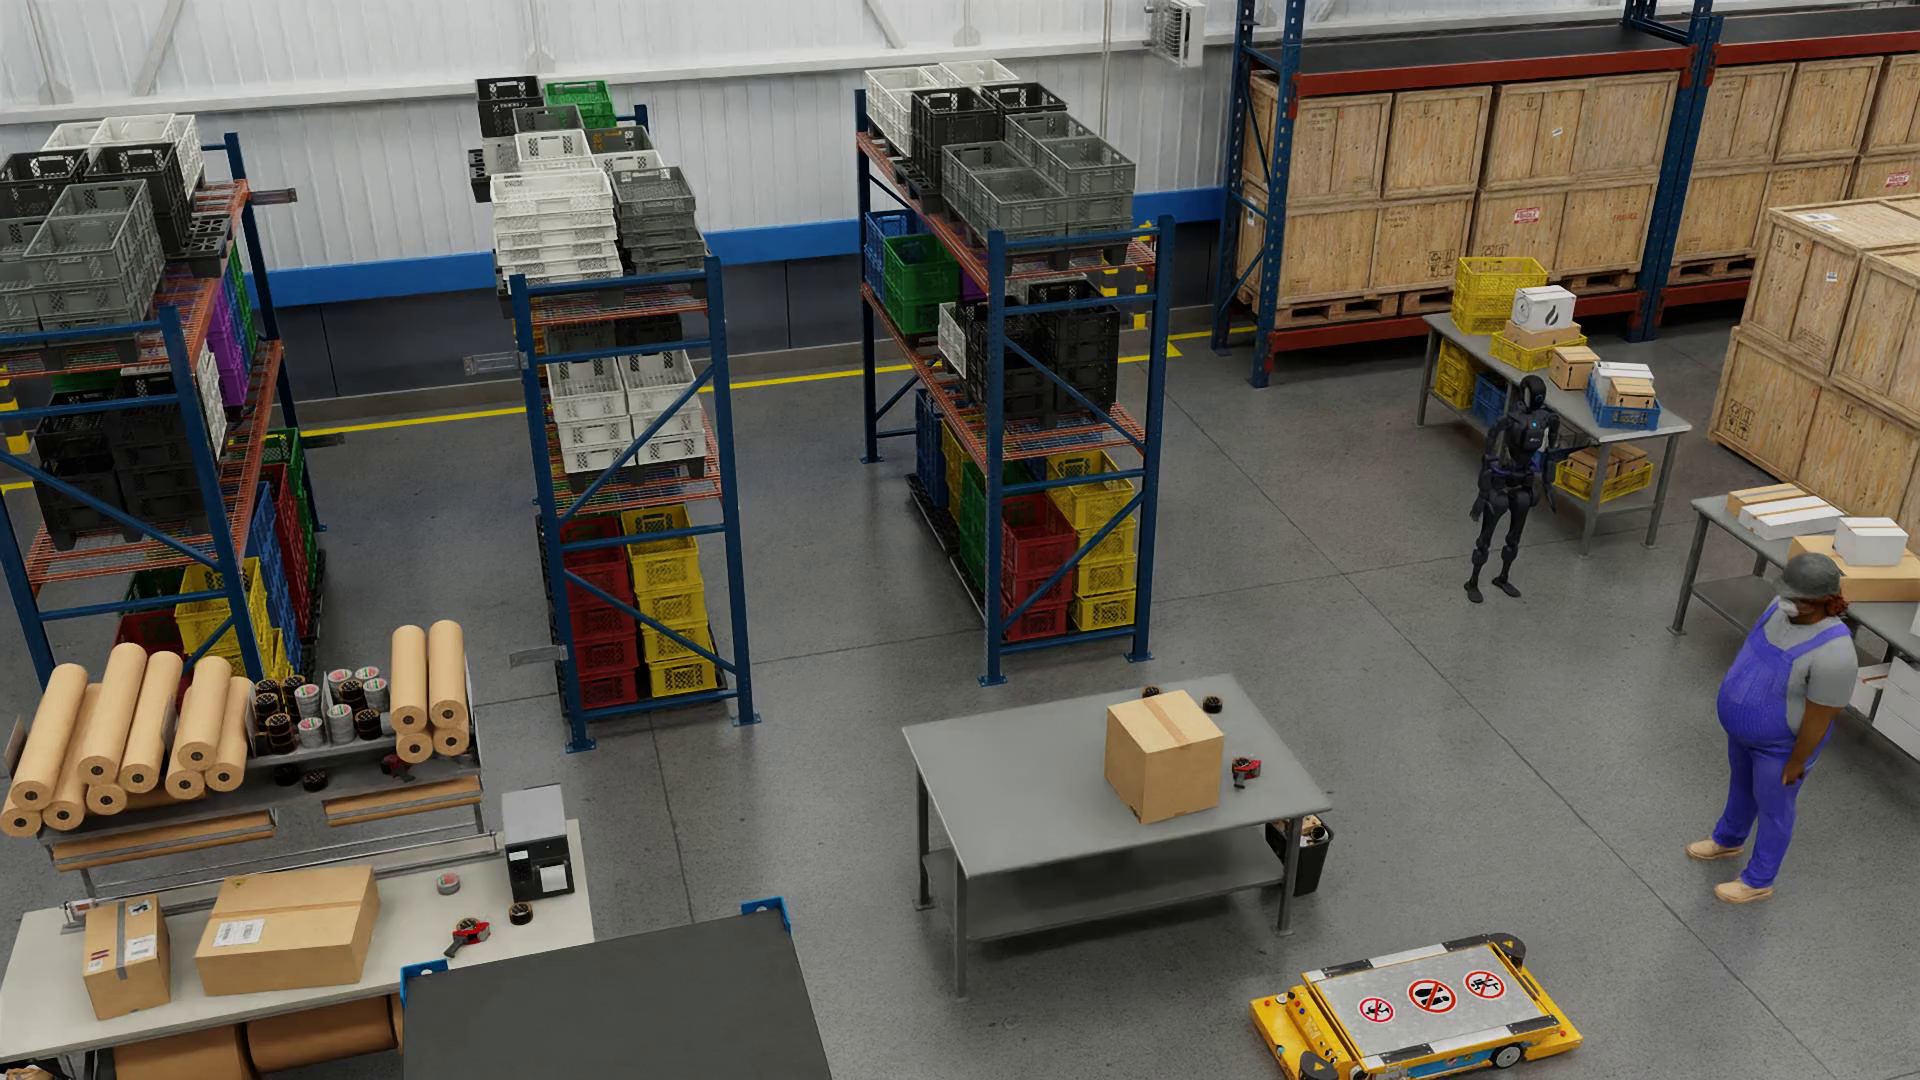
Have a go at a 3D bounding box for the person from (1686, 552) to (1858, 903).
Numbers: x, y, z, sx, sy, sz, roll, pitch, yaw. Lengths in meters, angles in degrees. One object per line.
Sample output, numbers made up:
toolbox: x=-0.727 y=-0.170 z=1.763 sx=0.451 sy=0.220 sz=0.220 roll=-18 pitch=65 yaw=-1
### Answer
person: x=4.183 y=0.943 z=8.608 sx=0.536 sy=2.000 sz=0.679 roll=-1 pitch=29 yaw=-2

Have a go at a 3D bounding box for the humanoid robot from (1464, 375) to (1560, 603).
humanoid robot: x=3.770 y=-0.345 z=11.312 sx=0.600 sy=1.657 sz=0.330 roll=-7 pitch=29 yaw=-12

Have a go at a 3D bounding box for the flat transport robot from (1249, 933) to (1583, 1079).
flat transport robot: x=2.184 y=2.282 z=7.980 sx=1.431 sy=0.197 sz=0.652 roll=-8 pitch=30 yaw=-14
